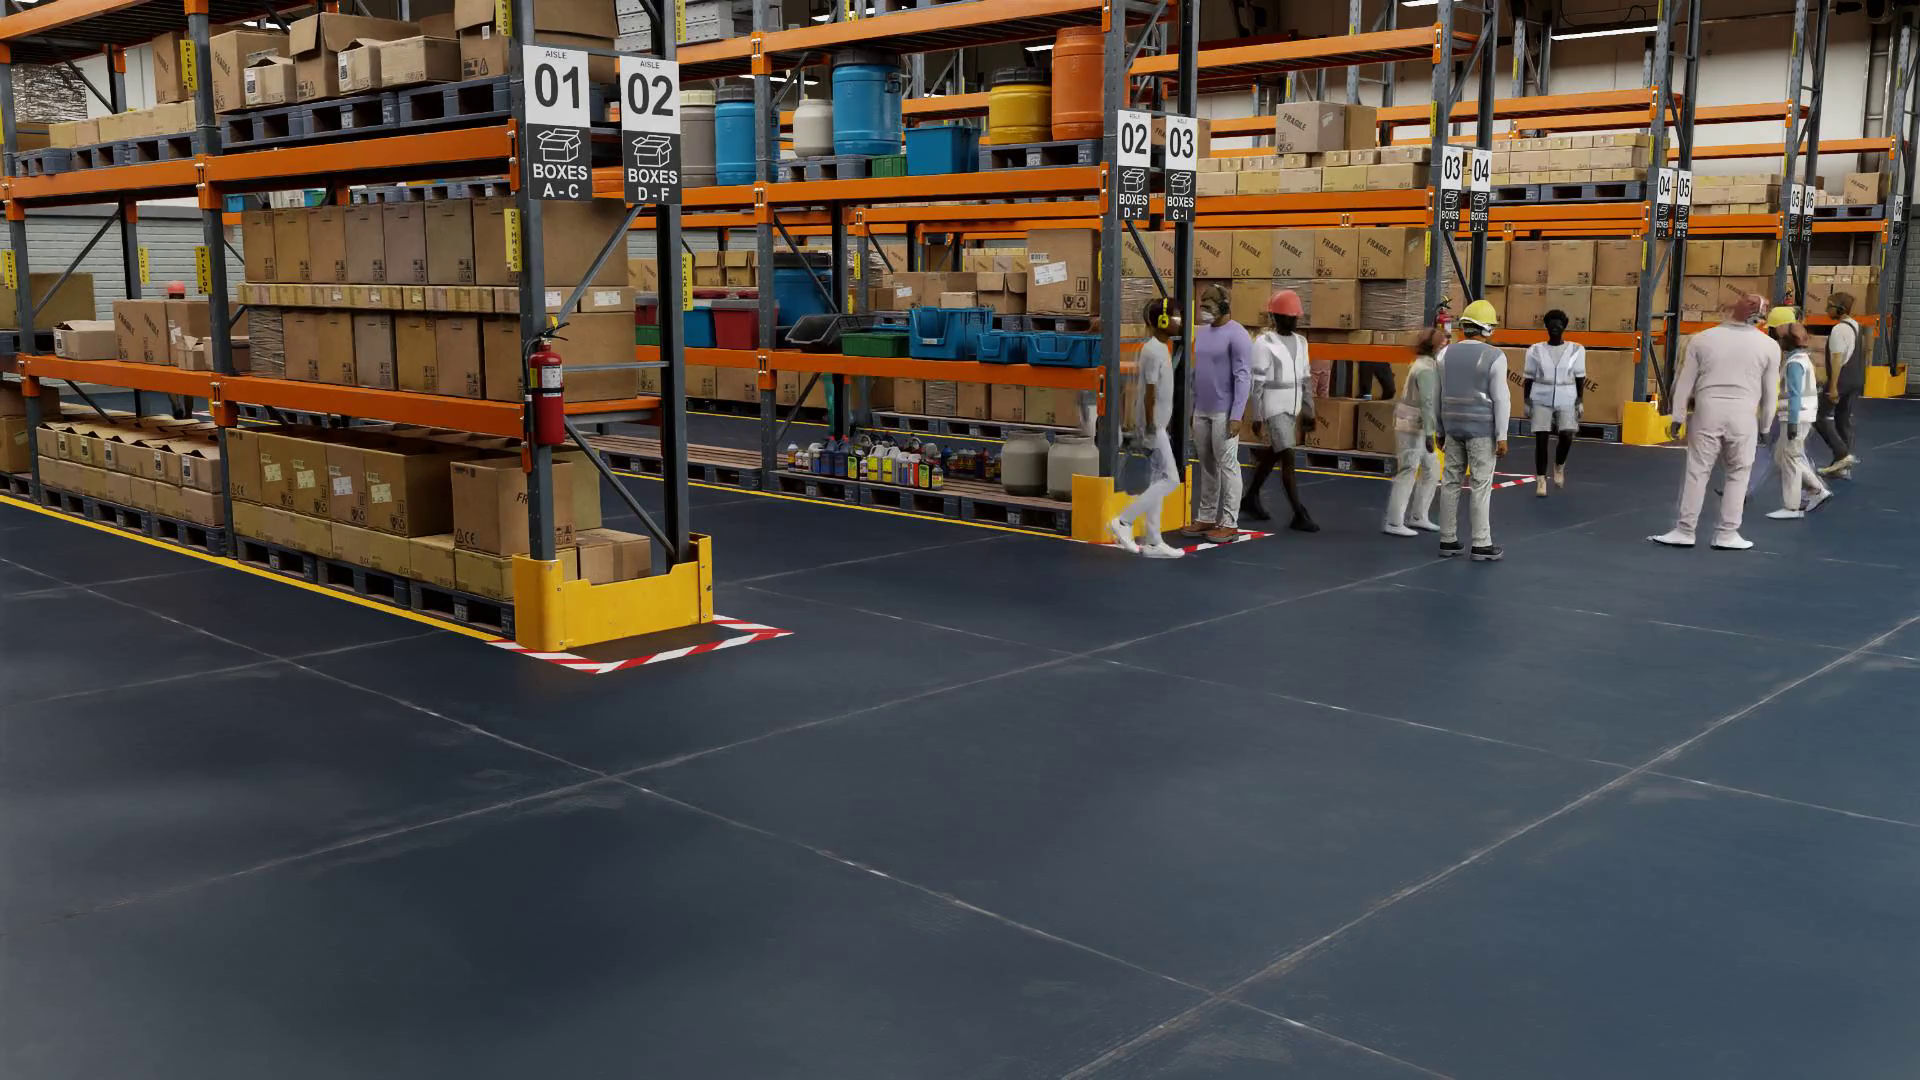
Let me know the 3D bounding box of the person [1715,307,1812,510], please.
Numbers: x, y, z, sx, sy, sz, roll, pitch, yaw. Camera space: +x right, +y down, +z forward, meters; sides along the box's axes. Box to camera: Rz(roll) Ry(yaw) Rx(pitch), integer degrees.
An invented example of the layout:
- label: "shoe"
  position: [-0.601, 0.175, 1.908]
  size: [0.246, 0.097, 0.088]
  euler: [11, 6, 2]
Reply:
- label: "person"
  position: [6.952, -1.124, 14.226]
  size: [0.845, 1.720, 0.554]
  euler: [4, 10, 22]

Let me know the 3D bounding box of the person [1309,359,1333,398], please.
- label: "person"
  position: [4.102, -2.051, 19.369]
  size: [0.652, 1.906, 0.404]
  euler: [-8, 12, -41]

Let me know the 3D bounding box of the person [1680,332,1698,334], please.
- label: "person"
  position: [11.385, -3.027, 25.598]
  size: [0.634, 1.817, 0.704]
  euler: [-8, 12, -42]

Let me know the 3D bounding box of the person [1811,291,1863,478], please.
- label: "person"
  position: [8.643, -1.522, 16.354]
  size: [0.542, 1.829, 0.394]
  euler: [-7, 11, -36]

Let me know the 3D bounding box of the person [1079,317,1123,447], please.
- label: "person"
  position: [1.248, -1.198, 15.027]
  size: [0.517, 1.622, 0.393]
  euler: [-7, 12, -38]

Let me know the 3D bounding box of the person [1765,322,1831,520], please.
- label: "person"
  position: [6.854, -0.968, 13.583]
  size: [0.418, 1.618, 0.550]
  euler: [5, 10, 26]

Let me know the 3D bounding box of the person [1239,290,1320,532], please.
- label: "person"
  position: [2.562, -1.053, 13.382]
  size: [0.572, 1.900, 0.949]
  euler: [-7, 12, -37]

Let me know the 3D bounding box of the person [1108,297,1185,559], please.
- label: "person"
  position: [1.371, -0.791, 11.817]
  size: [0.452, 1.852, 0.495]
  euler: [1, 9, 5]

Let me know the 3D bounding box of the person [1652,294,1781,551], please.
- label: "person"
  position: [5.575, -0.870, 12.265]
  size: [0.798, 1.869, 0.403]
  euler: [5, 10, 28]

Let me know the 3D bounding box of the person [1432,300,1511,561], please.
- label: "person"
  position: [3.648, -0.784, 11.830]
  size: [0.404, 1.828, 0.603]
  euler: [-7, 12, -38]

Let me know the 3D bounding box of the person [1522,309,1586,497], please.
- label: "person"
  position: [5.349, -1.235, 15.018]
  size: [0.550, 1.683, 0.366]
  euler: [3, 10, 17]

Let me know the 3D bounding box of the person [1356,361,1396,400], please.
- label: "person"
  position: [5.036, -2.177, 20.261]
  size: [0.596, 1.881, 0.543]
  euler: [-6, 11, -31]

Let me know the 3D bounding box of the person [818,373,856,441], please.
- label: "person"
  position: [-1.484, -2.047, 19.781]
  size: [0.542, 1.755, 0.376]
  euler: [-8, 12, -42]

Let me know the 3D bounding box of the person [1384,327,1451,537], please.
- label: "person"
  position: [3.513, -0.816, 12.682]
  size: [0.516, 1.609, 0.533]
  euler: [3, 10, 18]

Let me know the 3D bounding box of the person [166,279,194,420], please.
- label: "person"
  position: [-9.828, -2.316, 20.946]
  size: [0.553, 1.925, 0.680]
  euler: [-5, 11, -28]

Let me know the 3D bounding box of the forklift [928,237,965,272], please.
- label: "forklift"
  position: [-0.326, -5.817, 39.609]
  size: [1.129, 2.768, 1.873]
  euler: [9, 13, 43]

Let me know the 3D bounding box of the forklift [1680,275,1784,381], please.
- label: "forklift"
  position: [12.480, -3.427, 27.053]
  size: [1.214, 2.155, 2.313]
  euler: [9, 13, 43]

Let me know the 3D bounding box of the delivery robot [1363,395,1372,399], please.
- label: "delivery robot"
  position: [4.885, -1.500, 19.965]
  size: [0.707, 0.478, 0.477]
  euler: [4, 10, 25]

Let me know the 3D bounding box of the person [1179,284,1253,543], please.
- label: "person"
  position: [1.944, -0.958, 12.587]
  size: [0.372, 1.934, 0.627]
  euler: [-5, 10, -27]
